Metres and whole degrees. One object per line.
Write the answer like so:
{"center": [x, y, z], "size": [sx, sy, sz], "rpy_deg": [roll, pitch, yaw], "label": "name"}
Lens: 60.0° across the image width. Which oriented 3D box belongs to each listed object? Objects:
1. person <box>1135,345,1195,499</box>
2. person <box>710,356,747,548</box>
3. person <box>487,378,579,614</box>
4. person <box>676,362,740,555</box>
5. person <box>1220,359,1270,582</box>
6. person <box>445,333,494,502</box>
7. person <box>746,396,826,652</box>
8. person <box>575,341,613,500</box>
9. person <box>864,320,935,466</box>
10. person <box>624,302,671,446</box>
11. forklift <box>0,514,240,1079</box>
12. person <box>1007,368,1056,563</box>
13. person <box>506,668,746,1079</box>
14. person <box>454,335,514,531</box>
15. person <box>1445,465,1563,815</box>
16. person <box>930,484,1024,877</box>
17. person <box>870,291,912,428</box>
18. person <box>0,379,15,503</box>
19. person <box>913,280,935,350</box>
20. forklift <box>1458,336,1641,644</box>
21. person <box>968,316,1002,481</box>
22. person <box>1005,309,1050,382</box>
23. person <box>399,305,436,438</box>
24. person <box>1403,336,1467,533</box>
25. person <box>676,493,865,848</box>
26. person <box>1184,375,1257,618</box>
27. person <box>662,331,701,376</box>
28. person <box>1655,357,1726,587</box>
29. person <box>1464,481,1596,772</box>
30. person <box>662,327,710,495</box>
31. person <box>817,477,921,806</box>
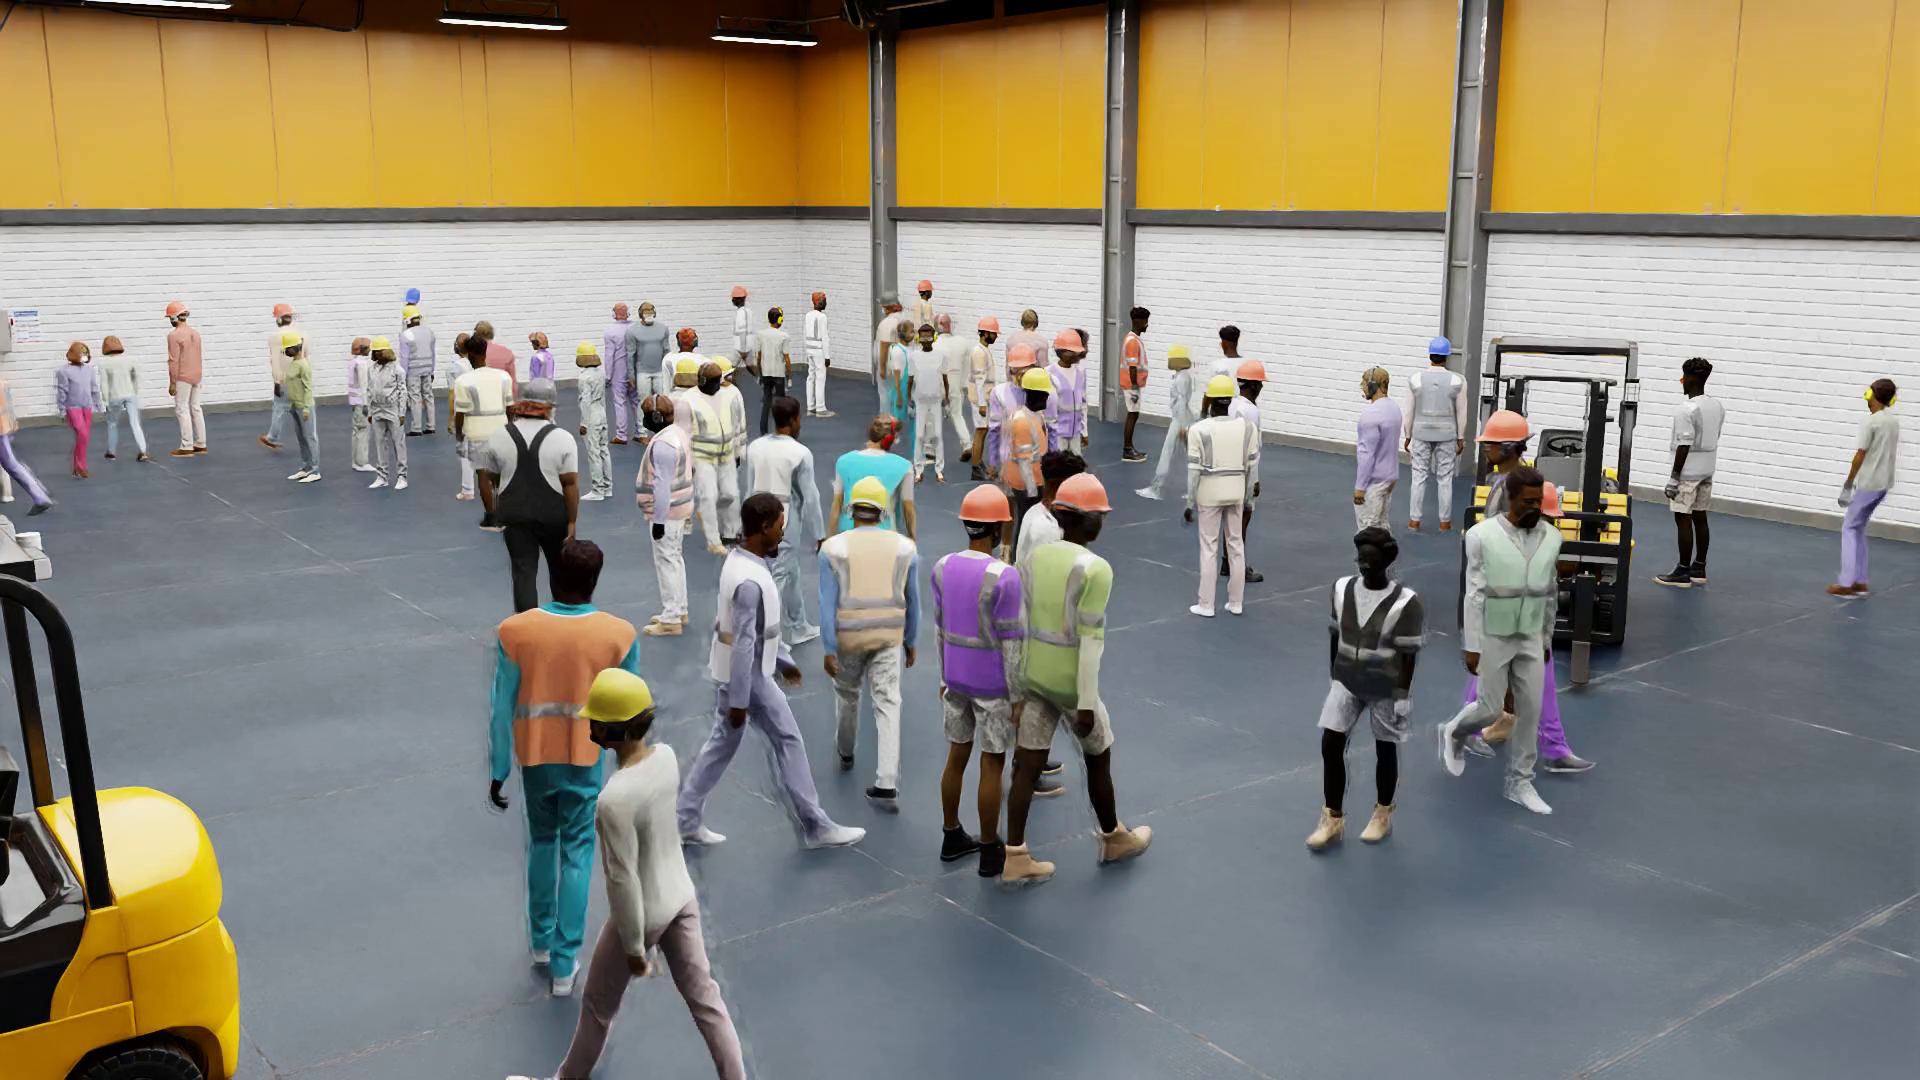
{"center": [2.340, -1.283, 18.238], "size": [0.844, 1.702, 0.508], "rpy_deg": [3, 12, 15], "label": "person"}
{"center": [-2.234, -0.845, 15.858], "size": [0.403, 1.818, 0.604], "rpy_deg": [0, 12, -1], "label": "person"}
{"center": [-3.114, -0.232, 12.357], "size": [0.678, 2.000, 0.931], "rpy_deg": [0, 12, -1], "label": "person"}
{"center": [-2.364, -0.772, 15.527], "size": [0.665, 1.819, 0.583], "rpy_deg": [-10, 16, -41], "label": "person"}
{"center": [2.472, -0.599, 14.413], "size": [0.385, 1.929, 0.547], "rpy_deg": [-2, 12, -10], "label": "person"}
{"center": [-5.361, -1.340, 18.179], "size": [0.507, 1.847, 0.351], "rpy_deg": [-10, 15, -40], "label": "person"}
{"center": [-1.198, -0.109, 12.127], "size": [0.612, 1.880, 0.870], "rpy_deg": [10, 15, 40], "label": "person"}
{"center": [-4.055, -1.309, 18.285], "size": [0.325, 1.740, 0.492], "rpy_deg": [3, 12, 14], "label": "person"}
{"center": [-0.755, -1.820, 20.582], "size": [0.861, 1.818, 0.517], "rpy_deg": [4, 12, 20], "label": "person"}
{"center": [-4.158, -2.223, 22.262], "size": [0.636, 1.928, 0.383], "rpy_deg": [-8, 14, -33], "label": "person"}
{"center": [-3.687, 1.115, 5.480], "size": [2.313, 2.155, 1.214], "rpy_deg": [-9, 15, -36], "label": "forklift"}
{"center": [0.649, -0.486, 13.890], "size": [0.500, 1.910, 0.604], "rpy_deg": [4, 12, 16], "label": "person"}
{"center": [-1.145, 1.281, 5.851], "size": [0.946, 1.713, 0.537], "rpy_deg": [4, 12, 20], "label": "person"}
{"center": [-4.737, -1.059, 16.559], "size": [0.629, 1.948, 0.455], "rpy_deg": [-11, 16, -42], "label": "person"}
{"center": [2.979, 0.511, 9.121], "size": [0.626, 1.899, 0.670], "rpy_deg": [-4, 12, -16], "label": "person"}
{"center": [0.110, 0.684, 8.211], "size": [0.547, 1.929, 0.388], "rpy_deg": [11, 16, 44], "label": "person"}
{"center": [-0.891, -2.532, 23.464], "size": [0.802, 2.000, 0.717], "rpy_deg": [8, 14, 32], "label": "person"}
{"center": [-10.528, -1.198, 18.019], "size": [0.525, 1.631, 0.320], "rpy_deg": [-6, 13, -25], "label": "person"}
{"center": [-0.572, -3.344, 27.626], "size": [0.351, 1.942, 0.545], "rpy_deg": [-6, 13, -27], "label": "person"}
{"center": [4.683, -0.471, 13.136], "size": [1.214, 2.155, 2.313], "rpy_deg": [4, 12, 20], "label": "forklift"}
{"center": [0.295, -1.658, 19.533], "size": [0.393, 1.925, 0.554], "rpy_deg": [1, 12, 7], "label": "person"}
{"center": [0.852, -1.887, 20.597], "size": [0.637, 1.937, 0.357], "rpy_deg": [9, 15, 38], "label": "person"}
{"center": [-7.493, -2.317, 22.941], "size": [0.404, 1.828, 0.587], "rpy_deg": [7, 13, 29], "label": "person"}
{"center": [4.692, -1.034, 16.454], "size": [0.607, 1.948, 0.390], "rpy_deg": [3, 12, 16], "label": "person"}
{"center": [-1.049, 0.680, 8.431], "size": [1.000, 1.857, 0.576], "rpy_deg": [-3, 12, -14], "label": "person"}
{"center": [2.053, -0.343, 13.171], "size": [0.590, 1.925, 0.383], "rpy_deg": [-3, 12, -15], "label": "person"}
{"center": [-3.484, -1.854, 21.083], "size": [0.531, 1.661, 0.813], "rpy_deg": [0, 12, 0], "label": "person"}
{"center": [6.246, -0.579, 14.212], "size": [0.612, 1.963, 0.363], "rpy_deg": [-8, 14, -35], "label": "person"}
{"center": [3.287, 0.494, 9.655], "size": [0.560, 1.701, 0.856], "rpy_deg": [-6, 13, -27], "label": "person"}
{"center": [-3.025, -1.426, 18.536], "size": [0.568, 1.878, 0.351], "rpy_deg": [1, 12, 4], "label": "person"}
{"center": [-0.508, 0.539, 9.306], "size": [0.599, 1.762, 0.998], "rpy_deg": [-3, 12, -13], "label": "person"}
